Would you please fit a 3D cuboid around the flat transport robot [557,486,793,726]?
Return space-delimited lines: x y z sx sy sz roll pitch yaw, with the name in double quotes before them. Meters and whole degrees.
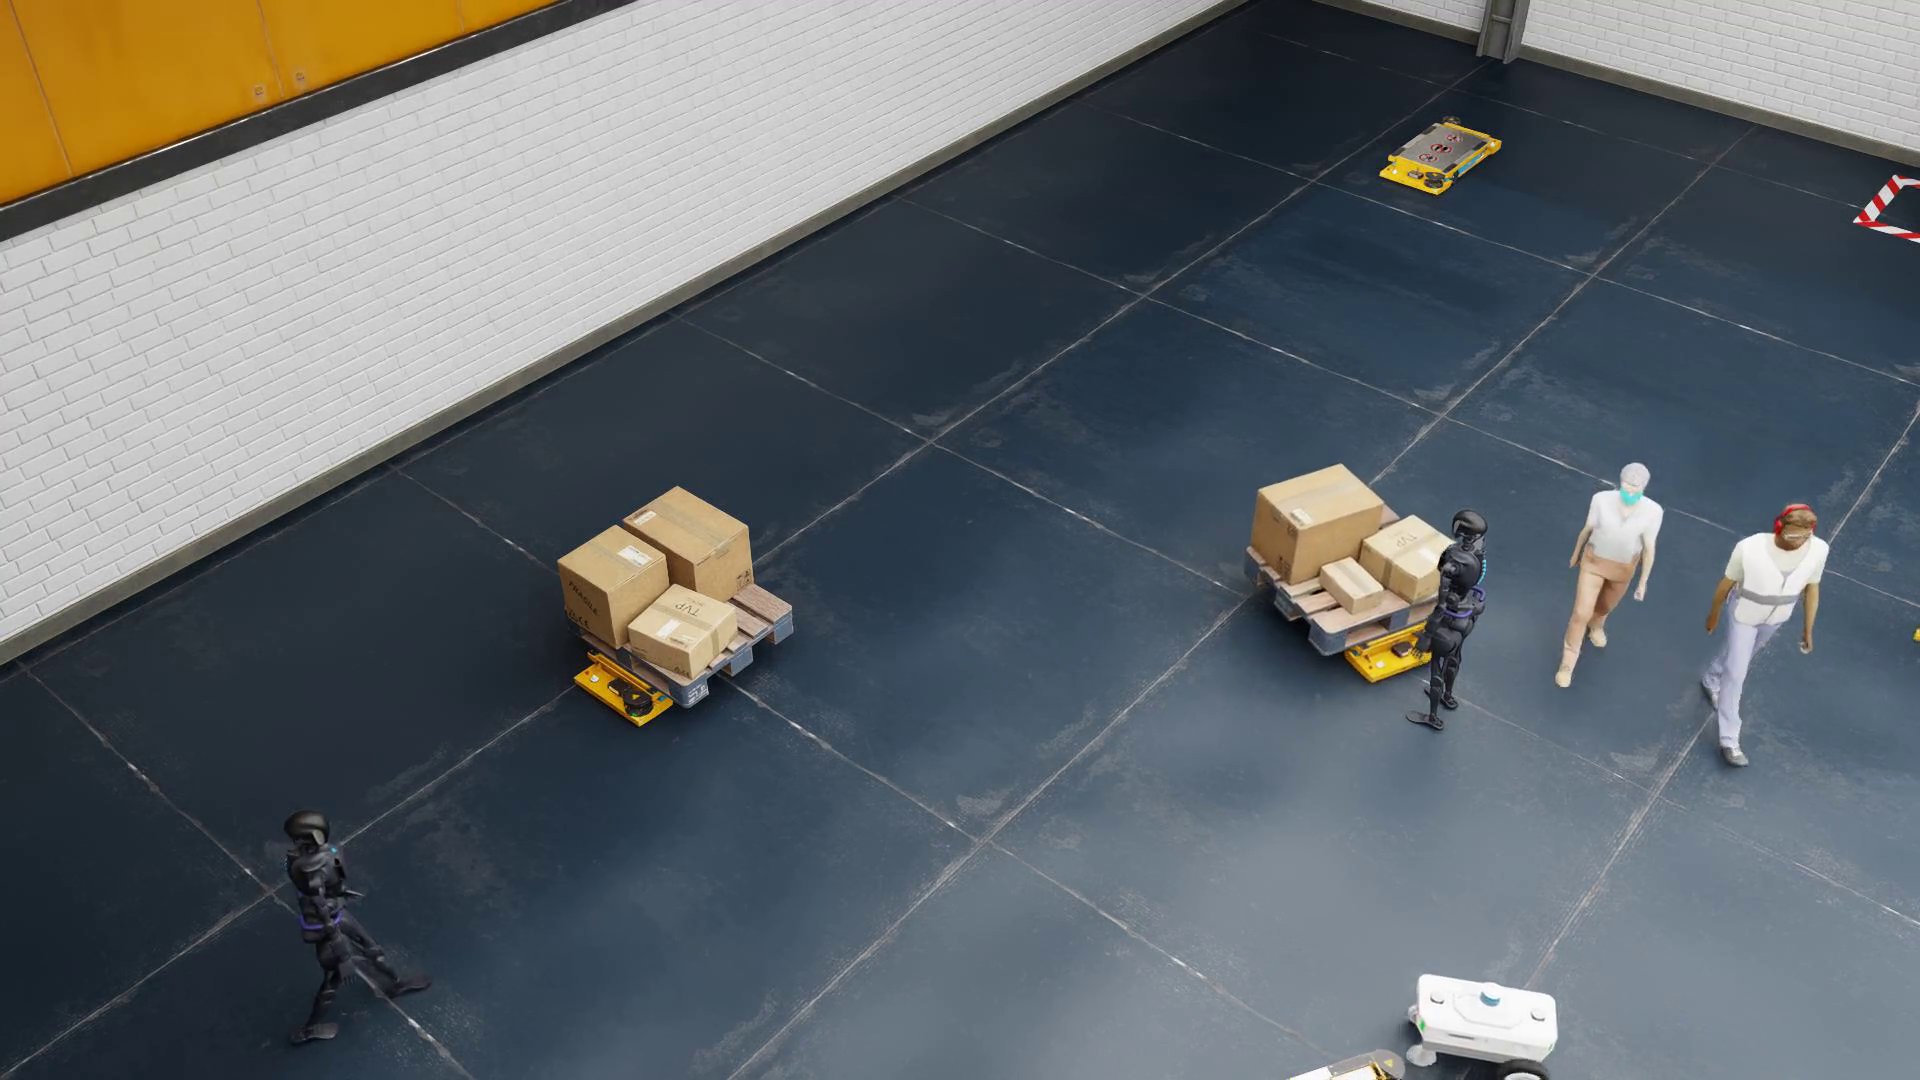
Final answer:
"flat transport robot" -1.887 0.697 11.421 0.659 0.231 1.431 28 46 30

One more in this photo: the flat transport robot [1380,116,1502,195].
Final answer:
"flat transport robot" 4.999 -3.988 17.237 0.659 0.231 1.431 28 46 30

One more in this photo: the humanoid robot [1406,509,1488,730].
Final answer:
"humanoid robot" 3.107 0.493 10.541 0.315 1.657 0.599 28 46 30

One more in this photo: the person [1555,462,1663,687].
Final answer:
"person" 4.309 0.135 10.990 0.483 1.706 0.763 13 41 16

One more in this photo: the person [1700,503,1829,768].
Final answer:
"person" 5.024 0.552 10.382 0.570 1.802 0.938 -3 39 -4

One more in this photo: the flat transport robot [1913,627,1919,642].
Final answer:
"flat transport robot" 7.360 0.782 11.315 1.431 0.231 0.659 30 47 31

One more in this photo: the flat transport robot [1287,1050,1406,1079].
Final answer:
"flat transport robot" 1.727 3.094 8.445 1.431 0.231 0.659 -13 41 -15

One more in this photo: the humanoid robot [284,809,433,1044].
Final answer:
"humanoid robot" -3.299 1.997 8.721 0.768 1.628 0.608 -13 41 -16

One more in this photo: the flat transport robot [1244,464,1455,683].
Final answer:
"flat transport robot" 2.754 0.419 11.766 0.659 0.231 1.431 -17 42 -20

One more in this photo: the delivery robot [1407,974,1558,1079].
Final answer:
"delivery robot" 2.797 2.585 8.856 0.795 0.602 0.499 8 39 9
